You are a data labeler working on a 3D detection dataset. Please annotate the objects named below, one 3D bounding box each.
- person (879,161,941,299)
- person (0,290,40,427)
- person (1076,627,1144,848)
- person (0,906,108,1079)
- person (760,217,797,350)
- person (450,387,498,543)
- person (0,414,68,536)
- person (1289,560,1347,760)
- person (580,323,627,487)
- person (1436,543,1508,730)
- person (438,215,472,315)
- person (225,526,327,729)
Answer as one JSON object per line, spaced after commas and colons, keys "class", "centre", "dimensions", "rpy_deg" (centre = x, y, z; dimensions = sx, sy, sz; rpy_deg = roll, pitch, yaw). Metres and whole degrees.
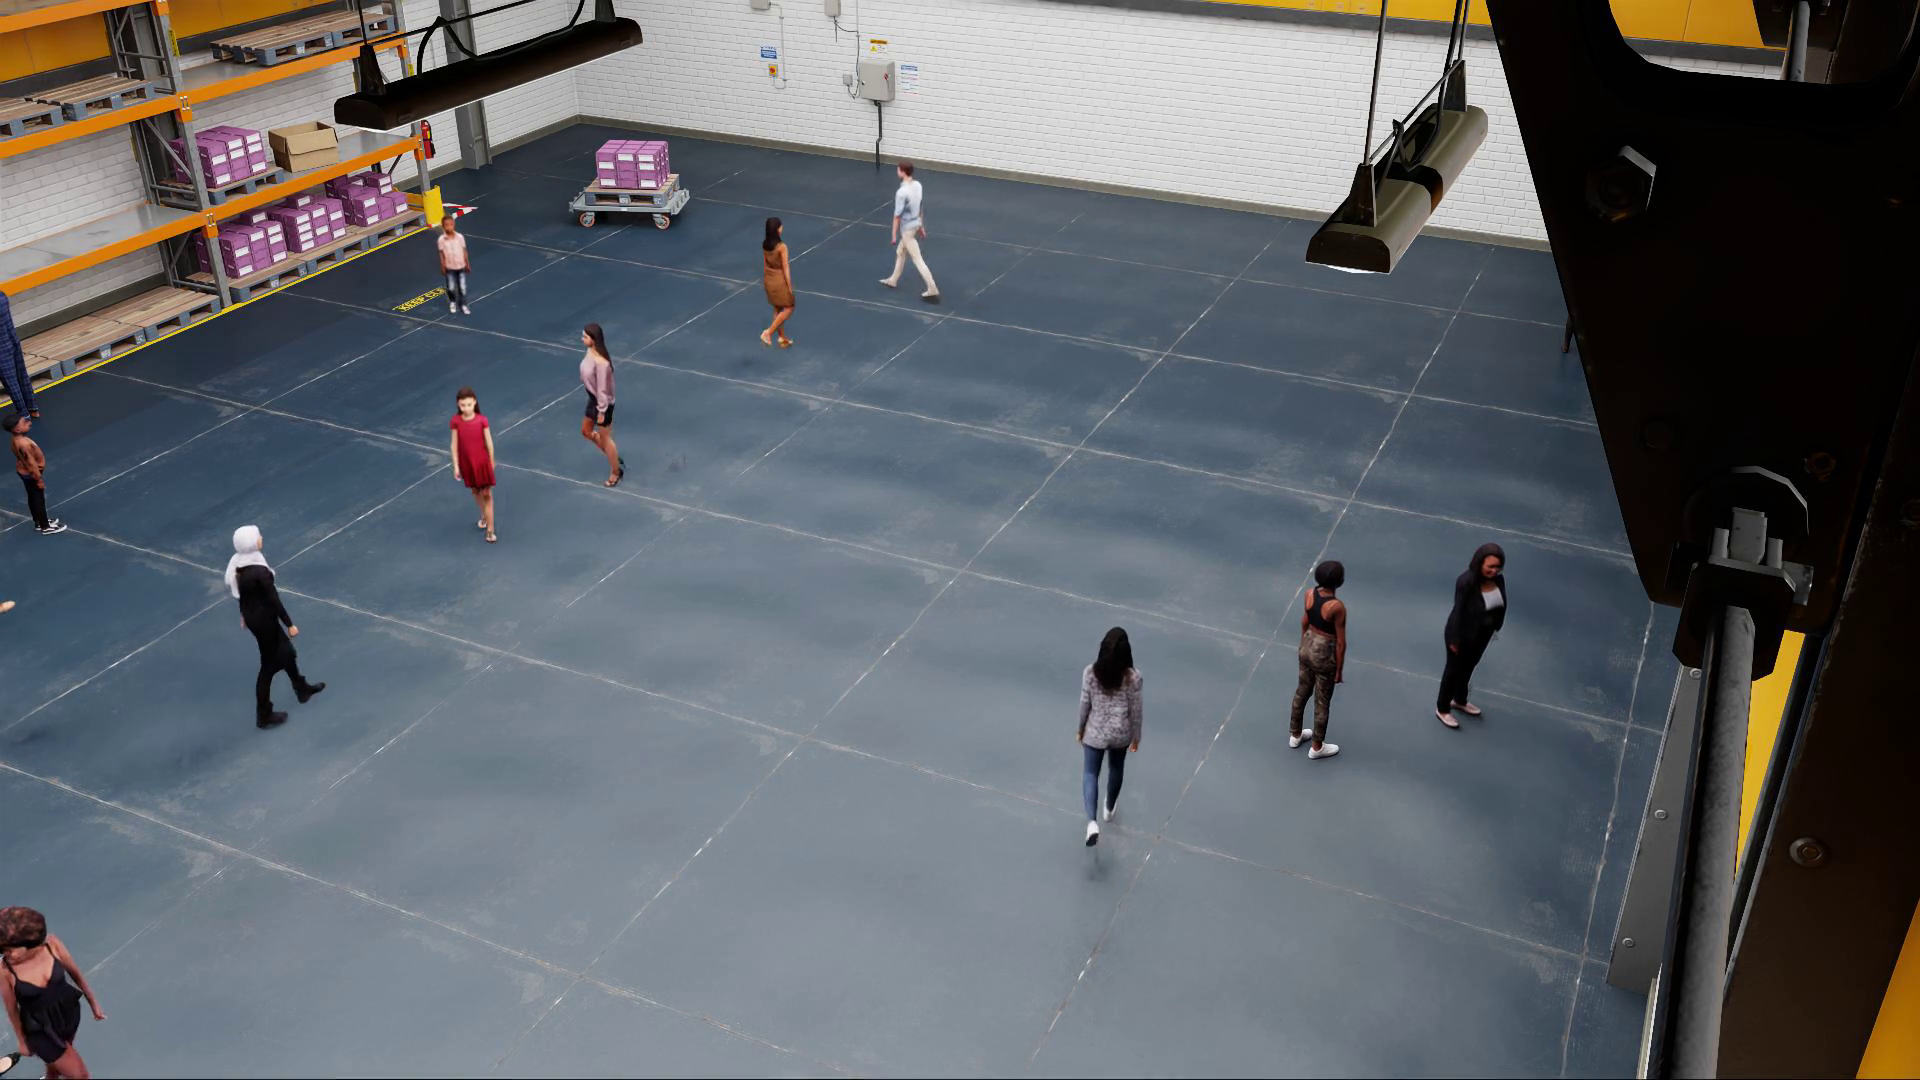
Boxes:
{"class": "person", "centre": [-0.586, -4.027, 21.835], "dimensions": [0.767, 1.795, 1.185], "rpy_deg": [16, 32, 26]}
{"class": "person", "centre": [-10.547, -2.140, 18.350], "dimensions": [0.818, 1.820, 0.706], "rpy_deg": [-1, 29, -2]}
{"class": "person", "centre": [1.048, 1.428, 11.922], "dimensions": [0.814, 1.711, 1.070], "rpy_deg": [4, 29, 7]}
{"class": "person", "centre": [-5.225, 2.743, 9.497], "dimensions": [0.689, 1.726, 1.034], "rpy_deg": [14, 32, 24]}
{"class": "person", "centre": [-2.265, -3.076, 20.211], "dimensions": [0.708, 1.681, 0.848], "rpy_deg": [25, 37, 37]}
{"class": "person", "centre": [-4.724, -0.800, 16.204], "dimensions": [0.829, 1.524, 0.987], "rpy_deg": [-3, 29, -6]}
{"class": "person", "centre": [-9.071, -0.653, 16.214], "dimensions": [0.585, 1.254, 0.585], "rpy_deg": [-24, 37, -37]}
{"class": "person", "centre": [2.788, 0.906, 12.893], "dimensions": [0.677, 1.699, 0.658], "rpy_deg": [-19, 34, -30]}
{"class": "person", "centre": [-3.570, -1.377, 16.972], "dimensions": [0.811, 1.801, 0.770], "rpy_deg": [-14, 32, -24]}
{"class": "person", "centre": [4.077, 0.728, 13.309], "dimensions": [0.718, 1.612, 0.816], "rpy_deg": [-20, 34, -31]}
{"class": "person", "centre": [-6.543, -3.572, 21.519], "dimensions": [0.609, 1.300, 0.673], "rpy_deg": [-15, 32, -25]}
{"class": "person", "centre": [-5.589, 0.729, 13.158], "dimensions": [0.786, 1.756, 0.969], "rpy_deg": [23, 36, 35]}
